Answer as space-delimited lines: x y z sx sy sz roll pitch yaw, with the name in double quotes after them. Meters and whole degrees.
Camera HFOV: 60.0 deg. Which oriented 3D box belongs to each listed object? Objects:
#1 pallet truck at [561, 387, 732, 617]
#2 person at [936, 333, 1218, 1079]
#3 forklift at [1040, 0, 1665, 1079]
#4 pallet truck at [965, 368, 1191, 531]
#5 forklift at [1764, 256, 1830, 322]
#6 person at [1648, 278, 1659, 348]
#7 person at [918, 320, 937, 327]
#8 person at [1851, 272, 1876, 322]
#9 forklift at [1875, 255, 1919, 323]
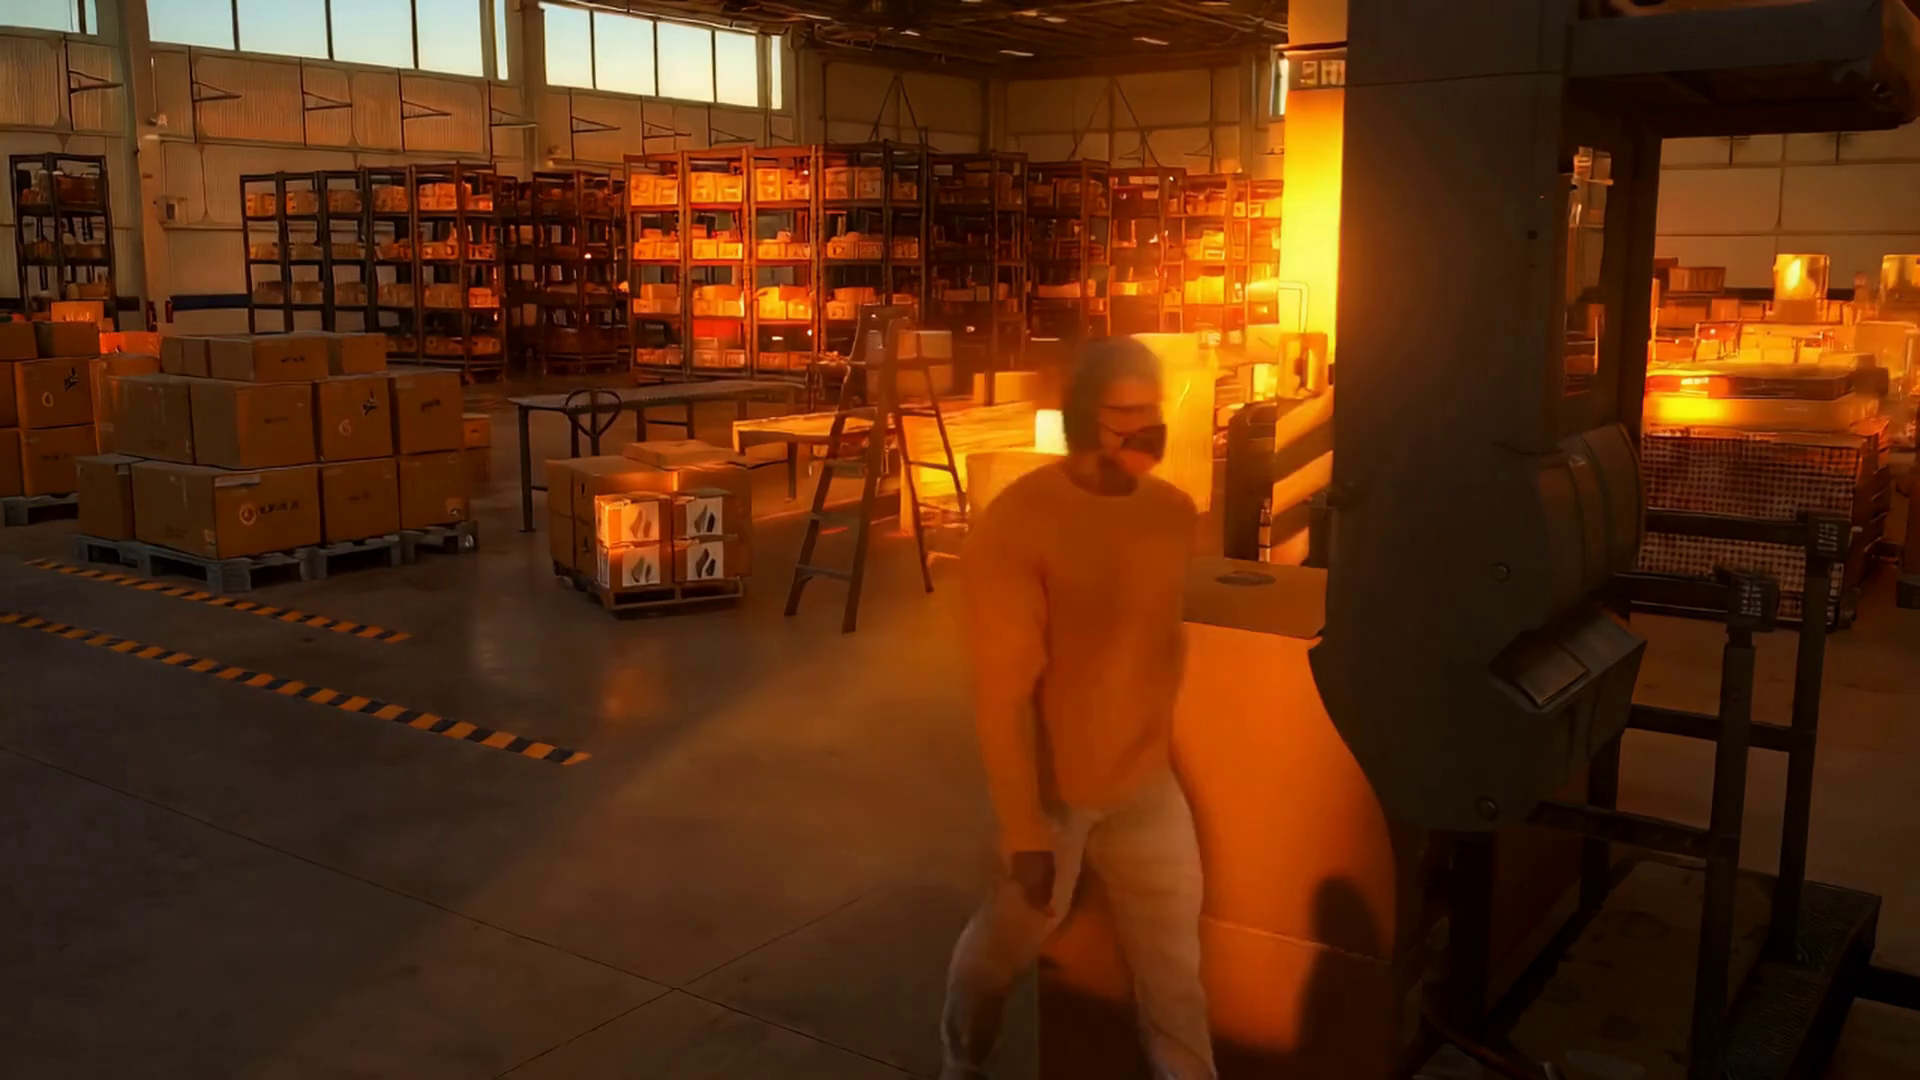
-1.981 -0.274 10.088 0.680 1.201 1.601 -5 11 -28 "pallet truck"
0.267 0.516 3.469 0.643 1.888 1.043 -7 12 -36 "person"
1.249 -0.137 4.360 1.873 2.768 1.129 7 12 35 "forklift"
0.845 -0.609 11.869 1.630 1.274 0.653 7 12 35 "pallet truck"
20.253 -5.854 40.139 1.157 1.987 2.680 7 12 35 "forklift"
15.920 -5.412 38.747 0.692 1.892 0.397 -2 10 -12 "person"
-0.767 -4.890 35.844 0.593 1.801 0.925 9 13 43 "person"
19.139 -4.771 35.239 0.735 1.792 0.405 -5 11 -26 "person"
22.089 -5.634 38.796 1.157 1.987 2.680 6 11 33 "forklift"
